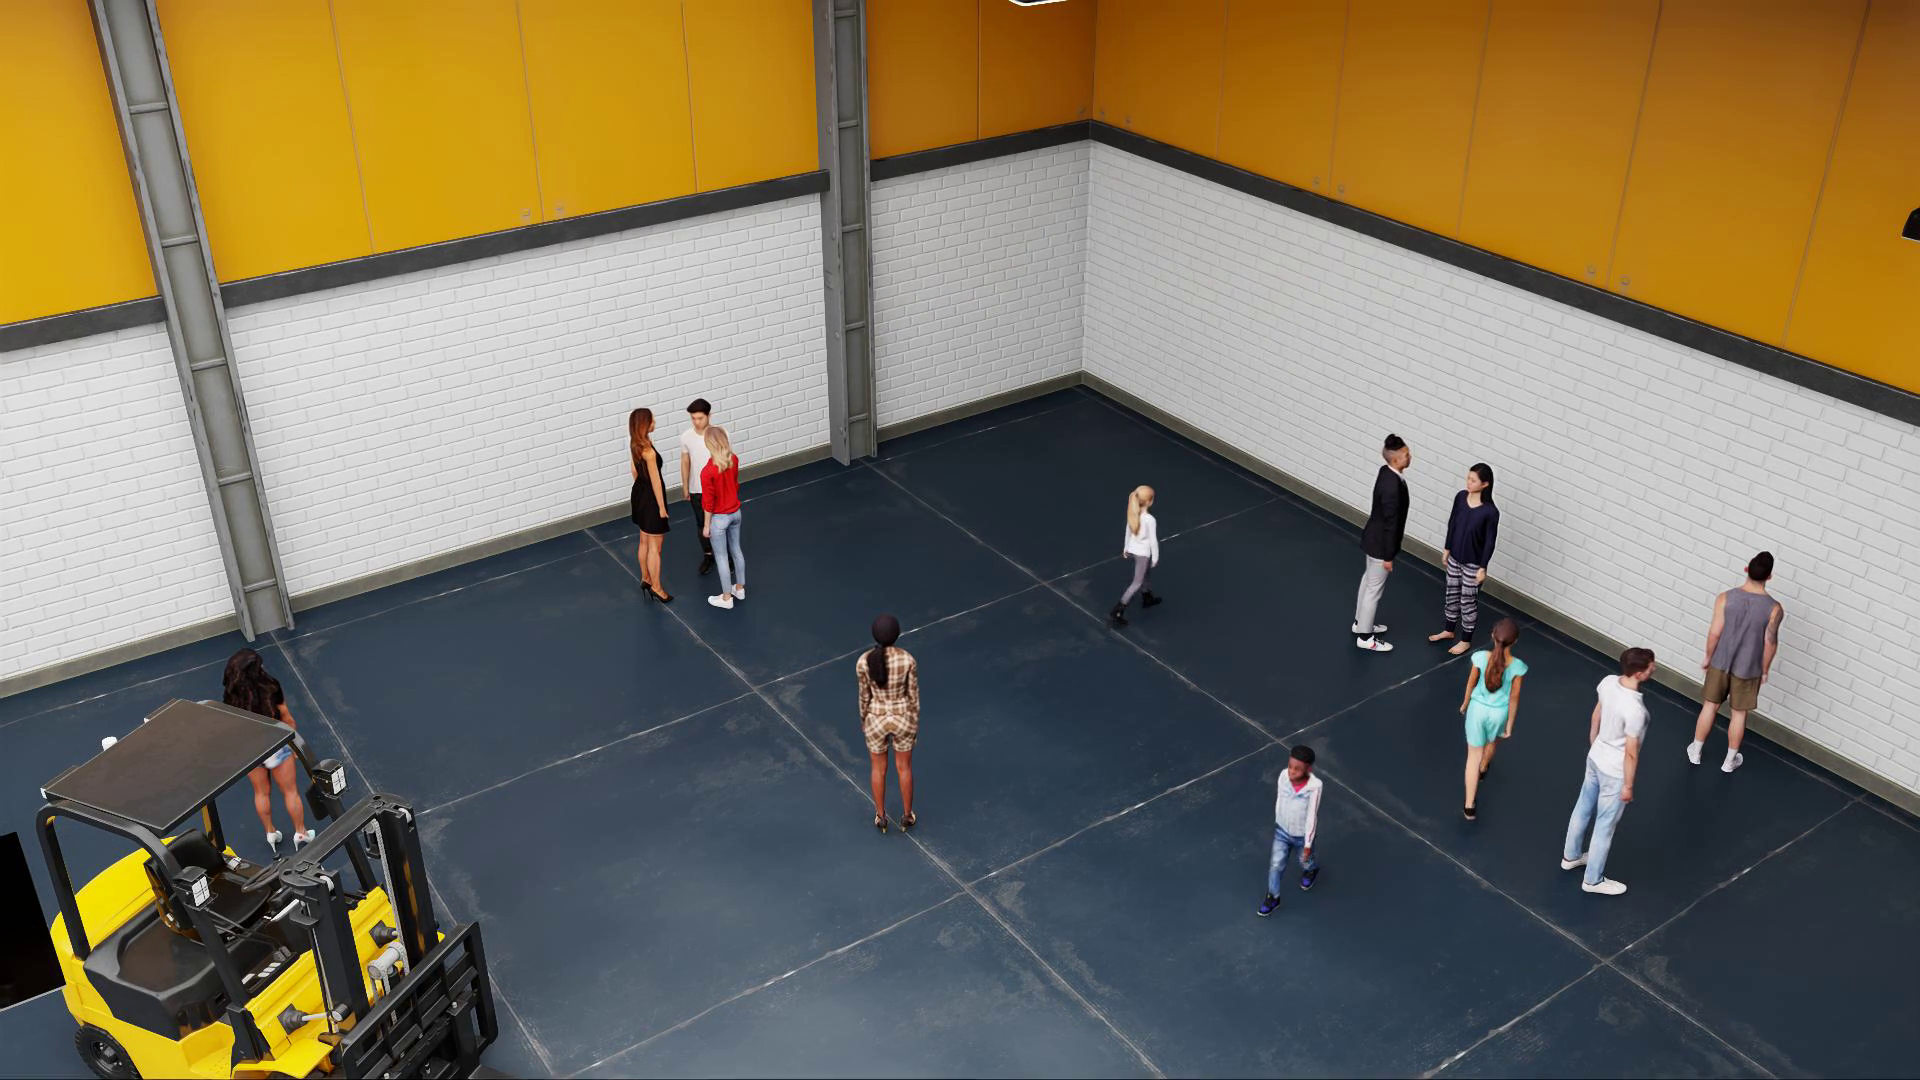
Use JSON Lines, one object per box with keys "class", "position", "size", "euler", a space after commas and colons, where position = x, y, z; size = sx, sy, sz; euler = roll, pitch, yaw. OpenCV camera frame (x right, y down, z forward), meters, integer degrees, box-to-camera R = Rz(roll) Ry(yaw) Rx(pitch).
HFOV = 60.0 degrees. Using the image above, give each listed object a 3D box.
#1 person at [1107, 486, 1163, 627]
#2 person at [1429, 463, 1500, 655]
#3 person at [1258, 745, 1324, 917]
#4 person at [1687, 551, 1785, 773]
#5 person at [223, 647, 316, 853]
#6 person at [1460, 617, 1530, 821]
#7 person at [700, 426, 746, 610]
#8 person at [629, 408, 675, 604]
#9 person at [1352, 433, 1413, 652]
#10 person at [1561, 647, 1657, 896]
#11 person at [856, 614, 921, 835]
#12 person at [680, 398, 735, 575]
{"class": "person", "position": [1.500, 0.133, 14.295], "size": [0.881, 1.268, 0.496], "euler": [-18, 33, -29]}
{"class": "person", "position": [4.220, 0.139, 13.799], "size": [0.520, 1.733, 0.616], "euler": [-16, 33, -27]}
{"class": "person", "position": [2.281, 1.887, 11.100], "size": [0.650, 1.251, 0.910], "euler": [20, 34, 32]}
{"class": "person", "position": [5.757, 0.908, 12.341], "size": [0.716, 1.847, 0.719], "euler": [16, 33, 27]}
{"class": "person", "position": [-4.791, 1.458, 11.496], "size": [0.656, 1.624, 0.734], "euler": [0, 29, 0]}
{"class": "person", "position": [3.777, 1.290, 11.913], "size": [0.953, 1.520, 1.142], "euler": [11, 31, 20]}
{"class": "person", "position": [-2.056, -0.202, 14.454], "size": [0.741, 1.705, 0.585], "euler": [17, 33, 28]}
{"class": "person", "position": [-2.708, -0.303, 14.504], "size": [0.510, 1.834, 0.570], "euler": [-19, 34, -30]}
{"class": "person", "position": [3.519, -0.015, 13.858], "size": [0.837, 1.948, 0.786], "euler": [4, 29, 7]}
{"class": "person", "position": [4.354, 1.517, 11.151], "size": [0.719, 1.850, 0.729], "euler": [-4, 29, -7]}
{"class": "person", "position": [-0.489, 1.294, 11.619], "size": [0.662, 1.794, 0.742], "euler": [1, 29, 2]}
{"class": "person", "position": [-2.248, -0.504, 14.997], "size": [0.692, 1.715, 0.778], "euler": [2, 29, 3]}
